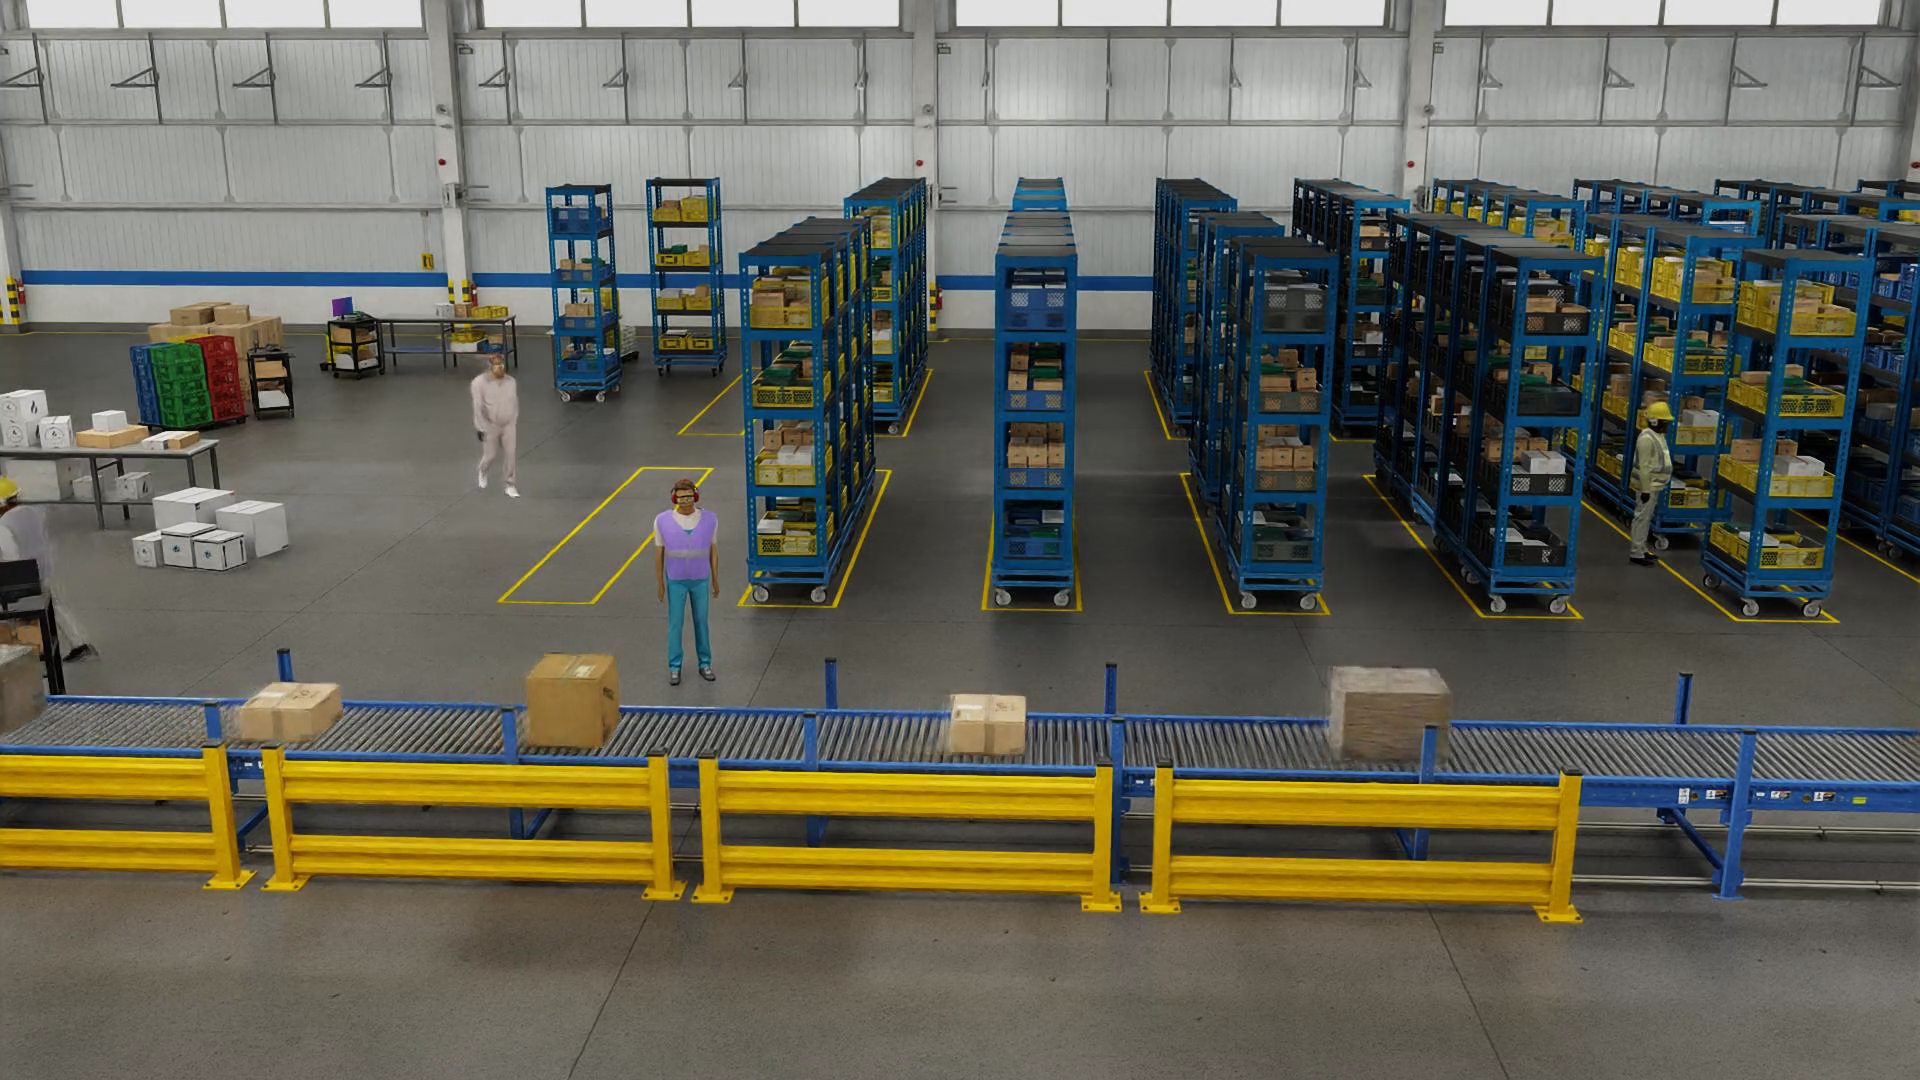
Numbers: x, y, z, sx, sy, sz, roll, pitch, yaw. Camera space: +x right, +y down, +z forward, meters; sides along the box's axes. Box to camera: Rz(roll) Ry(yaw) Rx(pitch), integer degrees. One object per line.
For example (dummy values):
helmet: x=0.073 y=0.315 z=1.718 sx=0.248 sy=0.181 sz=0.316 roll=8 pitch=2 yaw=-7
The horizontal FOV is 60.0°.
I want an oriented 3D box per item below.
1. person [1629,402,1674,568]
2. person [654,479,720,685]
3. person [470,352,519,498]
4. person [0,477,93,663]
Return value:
person: x=7.631 y=-0.621 z=18.370 sx=0.404 sy=1.832 sz=0.597 roll=9 pitch=17 yaw=30
person: x=-2.407 y=0.356 z=14.720 sx=0.566 sy=1.846 sz=0.389 roll=-5 pitch=16 yaw=-19
person: x=-6.004 y=-1.499 z=21.520 sx=0.646 sy=1.890 sz=0.639 roll=-12 pitch=19 yaw=-37
person: x=-8.438 y=0.291 z=15.085 sx=0.908 sy=1.792 sz=0.590 roll=2 pitch=15 yaw=6
